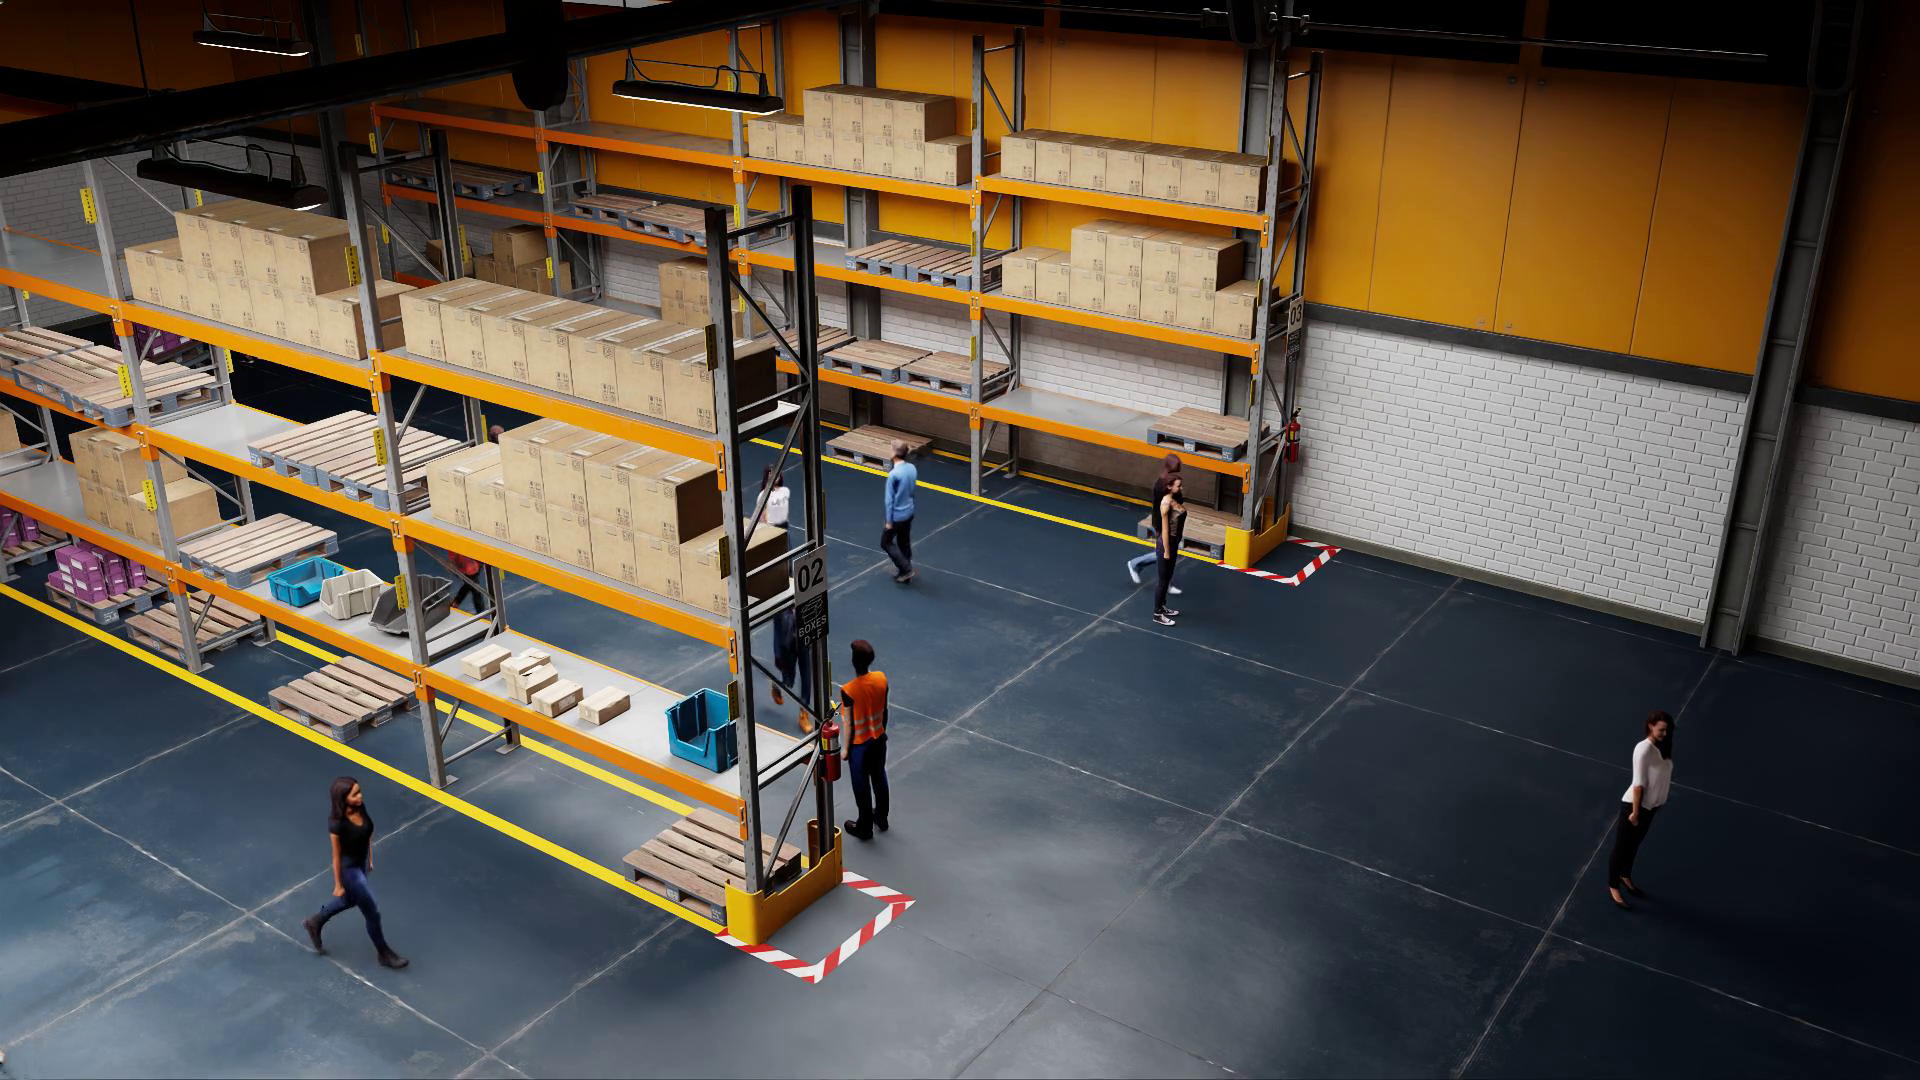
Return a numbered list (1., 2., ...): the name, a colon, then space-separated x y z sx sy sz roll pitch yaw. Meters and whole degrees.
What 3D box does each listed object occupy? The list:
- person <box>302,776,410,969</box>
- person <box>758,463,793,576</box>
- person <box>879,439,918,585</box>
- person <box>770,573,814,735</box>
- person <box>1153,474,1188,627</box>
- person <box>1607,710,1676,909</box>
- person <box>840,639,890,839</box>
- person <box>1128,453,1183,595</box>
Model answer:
1. person: -4.830 2.601 13.026 1.214 1.703 0.874 5 24 12
2. person: -2.181 -0.045 19.027 0.830 1.744 1.188 -17 29 -34
3. person: -0.646 -0.295 19.526 0.662 1.803 0.664 16 28 33
4. person: -1.666 1.080 16.508 0.831 1.702 0.991 -15 28 -30
5. person: 2.335 0.080 18.709 0.626 1.770 0.665 8 25 17
6. person: 5.644 2.204 13.822 0.648 1.793 0.593 -20 30 -38
7. person: -0.834 1.753 14.734 0.734 1.889 0.689 -21 31 -39
8. person: 2.294 -0.190 19.374 0.931 1.732 0.688 11 26 23
